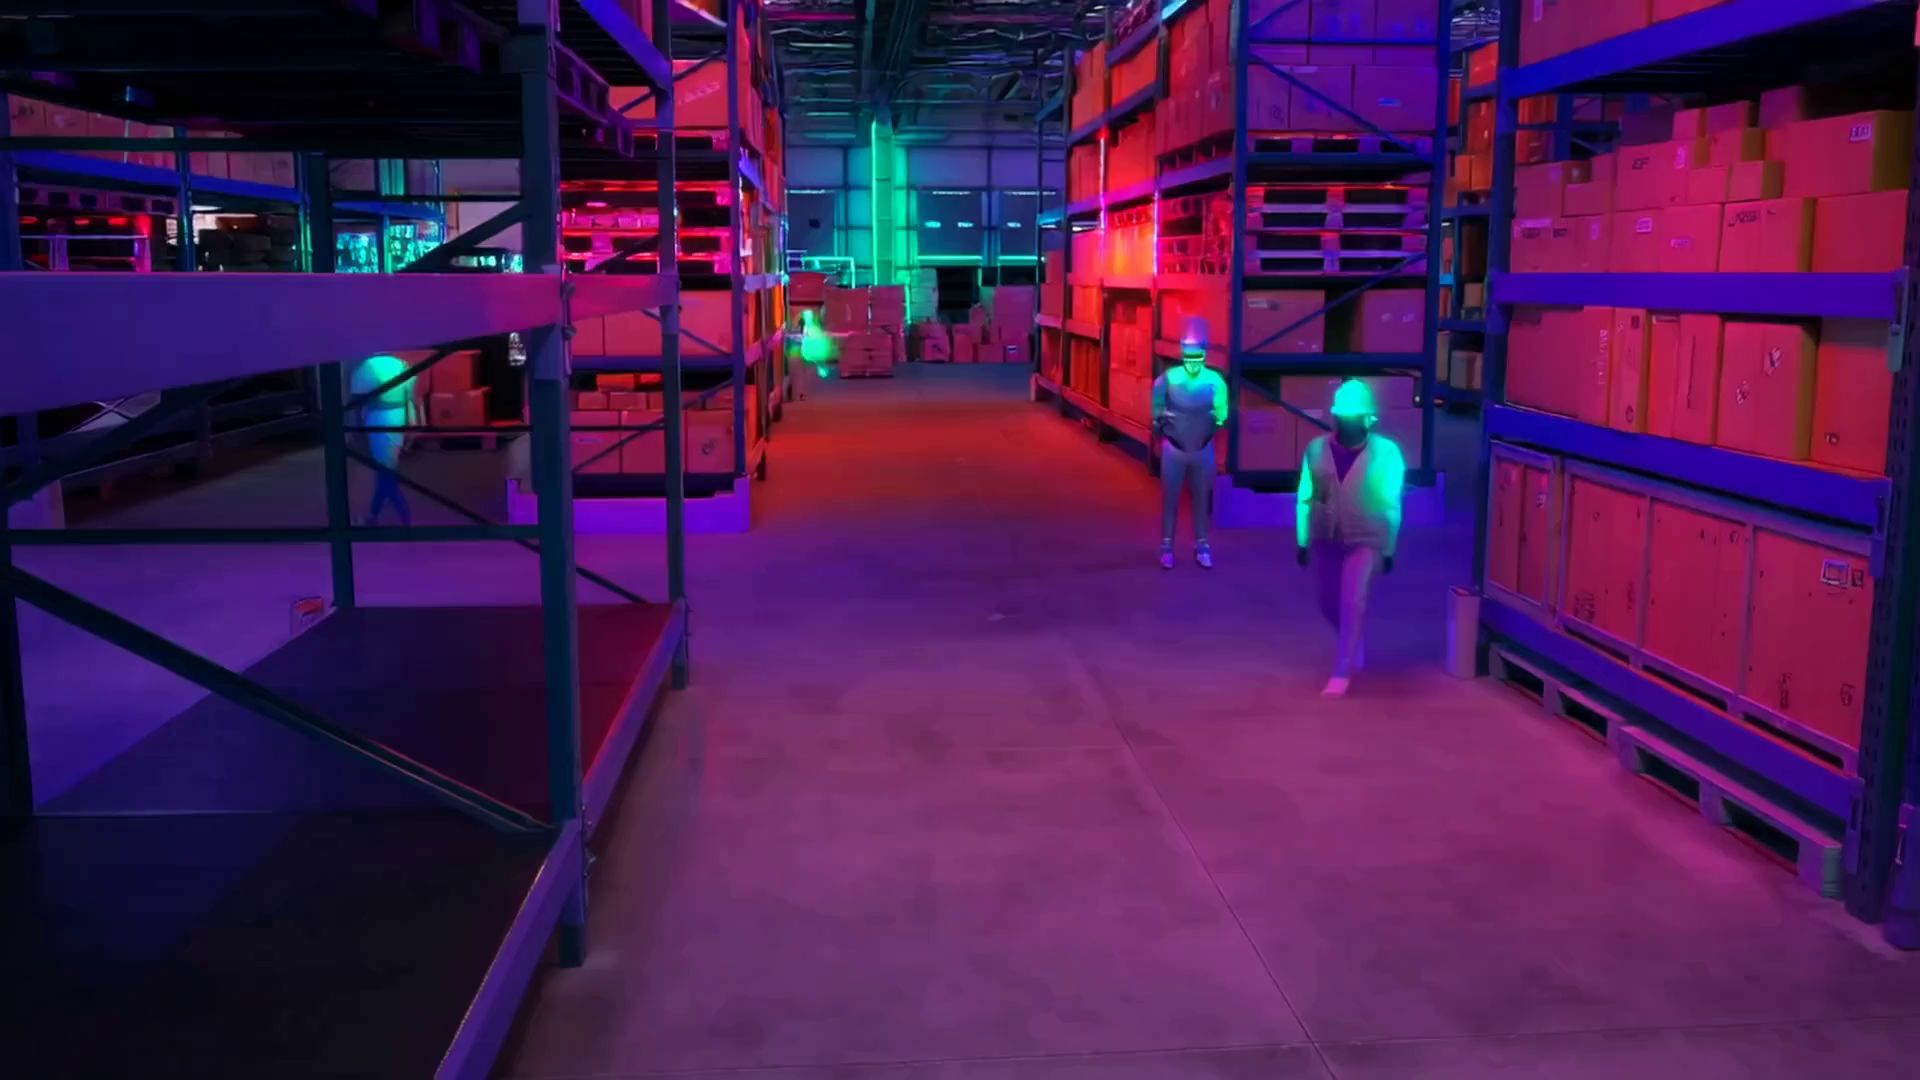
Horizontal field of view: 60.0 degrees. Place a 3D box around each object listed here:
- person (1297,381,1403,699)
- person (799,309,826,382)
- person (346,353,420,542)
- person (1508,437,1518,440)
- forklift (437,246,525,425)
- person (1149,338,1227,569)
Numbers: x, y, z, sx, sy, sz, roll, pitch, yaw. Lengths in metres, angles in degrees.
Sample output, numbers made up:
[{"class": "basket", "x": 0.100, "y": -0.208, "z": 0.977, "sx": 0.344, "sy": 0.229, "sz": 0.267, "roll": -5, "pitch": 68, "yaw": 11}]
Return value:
[{"class": "person", "x": 2.263, "y": -0.028, "z": 9.659, "sx": 0.603, "sy": 1.809, "sz": 0.758, "roll": 6, "pitch": 11, "yaw": 32}, {"class": "person", "x": -3.307, "y": -4.245, "z": 36.551, "sx": 0.625, "sy": 1.679, "sz": 0.540, "roll": -2, "pitch": 9, "yaw": -12}, {"class": "person", "x": -5.255, "y": -0.983, "z": 15.108, "sx": 1.067, "sy": 1.983, "sz": 0.631, "roll": 6, "pitch": 11, "yaw": 33}, {"class": "person", "x": 5.643, "y": -1.017, "z": 16.340, "sx": 0.549, "sy": 1.658, "sz": 0.636, "roll": 7, "pitch": 11, "yaw": 36}, {"class": "forklift", "x": -7.214, "y": -2.966, "z": 24.754, "sx": 1.129, "sy": 2.768, "sz": 1.873, "roll": -1, "pitch": 9, "yaw": -4}, {"class": "person", "x": 1.873, "y": -0.705, "z": 13.648, "sx": 0.642, "sy": 1.900, "sz": 0.401, "roll": -1, "pitch": 9, "yaw": -3}]
